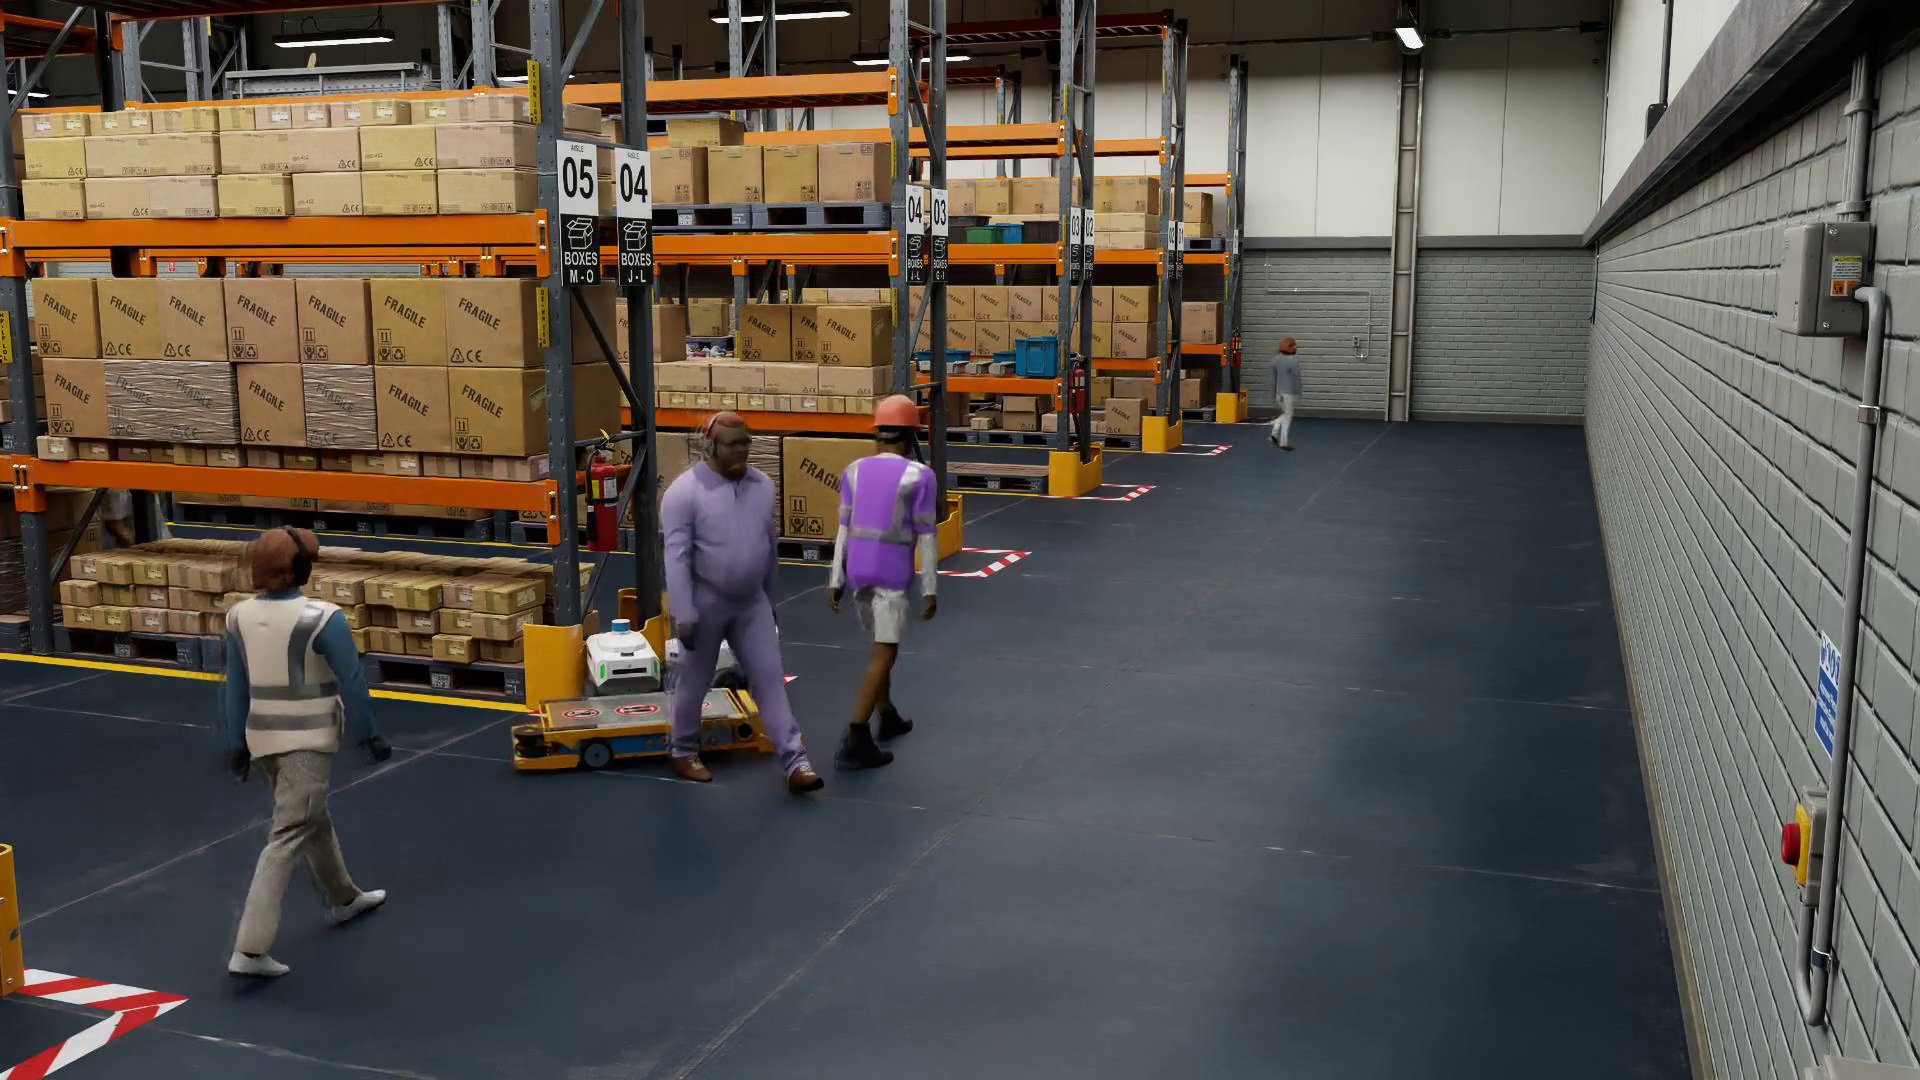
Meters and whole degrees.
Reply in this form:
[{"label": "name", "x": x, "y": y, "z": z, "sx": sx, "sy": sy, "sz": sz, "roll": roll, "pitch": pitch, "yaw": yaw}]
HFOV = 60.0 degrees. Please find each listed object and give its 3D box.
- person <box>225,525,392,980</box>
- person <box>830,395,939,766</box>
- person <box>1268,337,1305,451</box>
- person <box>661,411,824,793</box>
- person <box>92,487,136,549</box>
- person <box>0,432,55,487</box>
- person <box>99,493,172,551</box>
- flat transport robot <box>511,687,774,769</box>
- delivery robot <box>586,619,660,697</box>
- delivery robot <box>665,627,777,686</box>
[{"label": "person", "x": -2.433, "y": 0.746, "z": 6.058, "sx": 0.525, "sy": 1.595, "sz": 0.876, "roll": 4, "pitch": 10, "yaw": 24}, {"label": "person", "x": -0.428, "y": 0.199, "z": 8.635, "sx": 0.564, "sy": 1.887, "sz": 0.846, "roll": 5, "pitch": 11, "yaw": 30}, {"label": "person", "x": 4.629, "y": -2.052, "z": 23.438, "sx": 0.344, "sy": 1.622, "sz": 0.504, "roll": -4, "pitch": 10, "yaw": -26}, {"label": "person", "x": -1.084, "y": 0.312, "z": 7.984, "sx": 0.667, "sy": 1.844, "sz": 0.978, "roll": -7, "pitch": 12, "yaw": -38}, {"label": "person", "x": -6.476, "y": -0.507, "z": 12.880, "sx": 0.754, "sy": 1.919, "sz": 0.554, "roll": 2, "pitch": 9, "yaw": 15}, {"label": "person", "x": -7.711, "y": -0.568, "z": 13.407, "sx": 0.819, "sy": 1.881, "sz": 0.594, "roll": 1, "pitch": 9, "yaw": 6}, {"label": "person", "x": -7.179, "y": -0.583, "z": 14.375, "sx": 0.874, "sy": 1.596, "sz": 0.518, "roll": 4, "pitch": 10, "yaw": 22}, {"label": "flat transport robot", "x": -1.614, "y": 0.974, "z": 8.746, "sx": 1.431, "sy": 0.197, "sz": 0.652, "roll": -3, "pitch": 9, "yaw": -17}, {"label": "delivery robot", "x": -1.901, "y": 0.688, "z": 9.357, "sx": 0.477, "sy": 0.478, "sz": 0.707, "roll": -3, "pitch": 10, "yaw": -18}, {"label": "delivery robot", "x": -1.379, "y": 0.639, "z": 9.666, "sx": 0.477, "sy": 0.478, "sz": 0.707, "roll": 6, "pitch": 11, "yaw": 32}]
